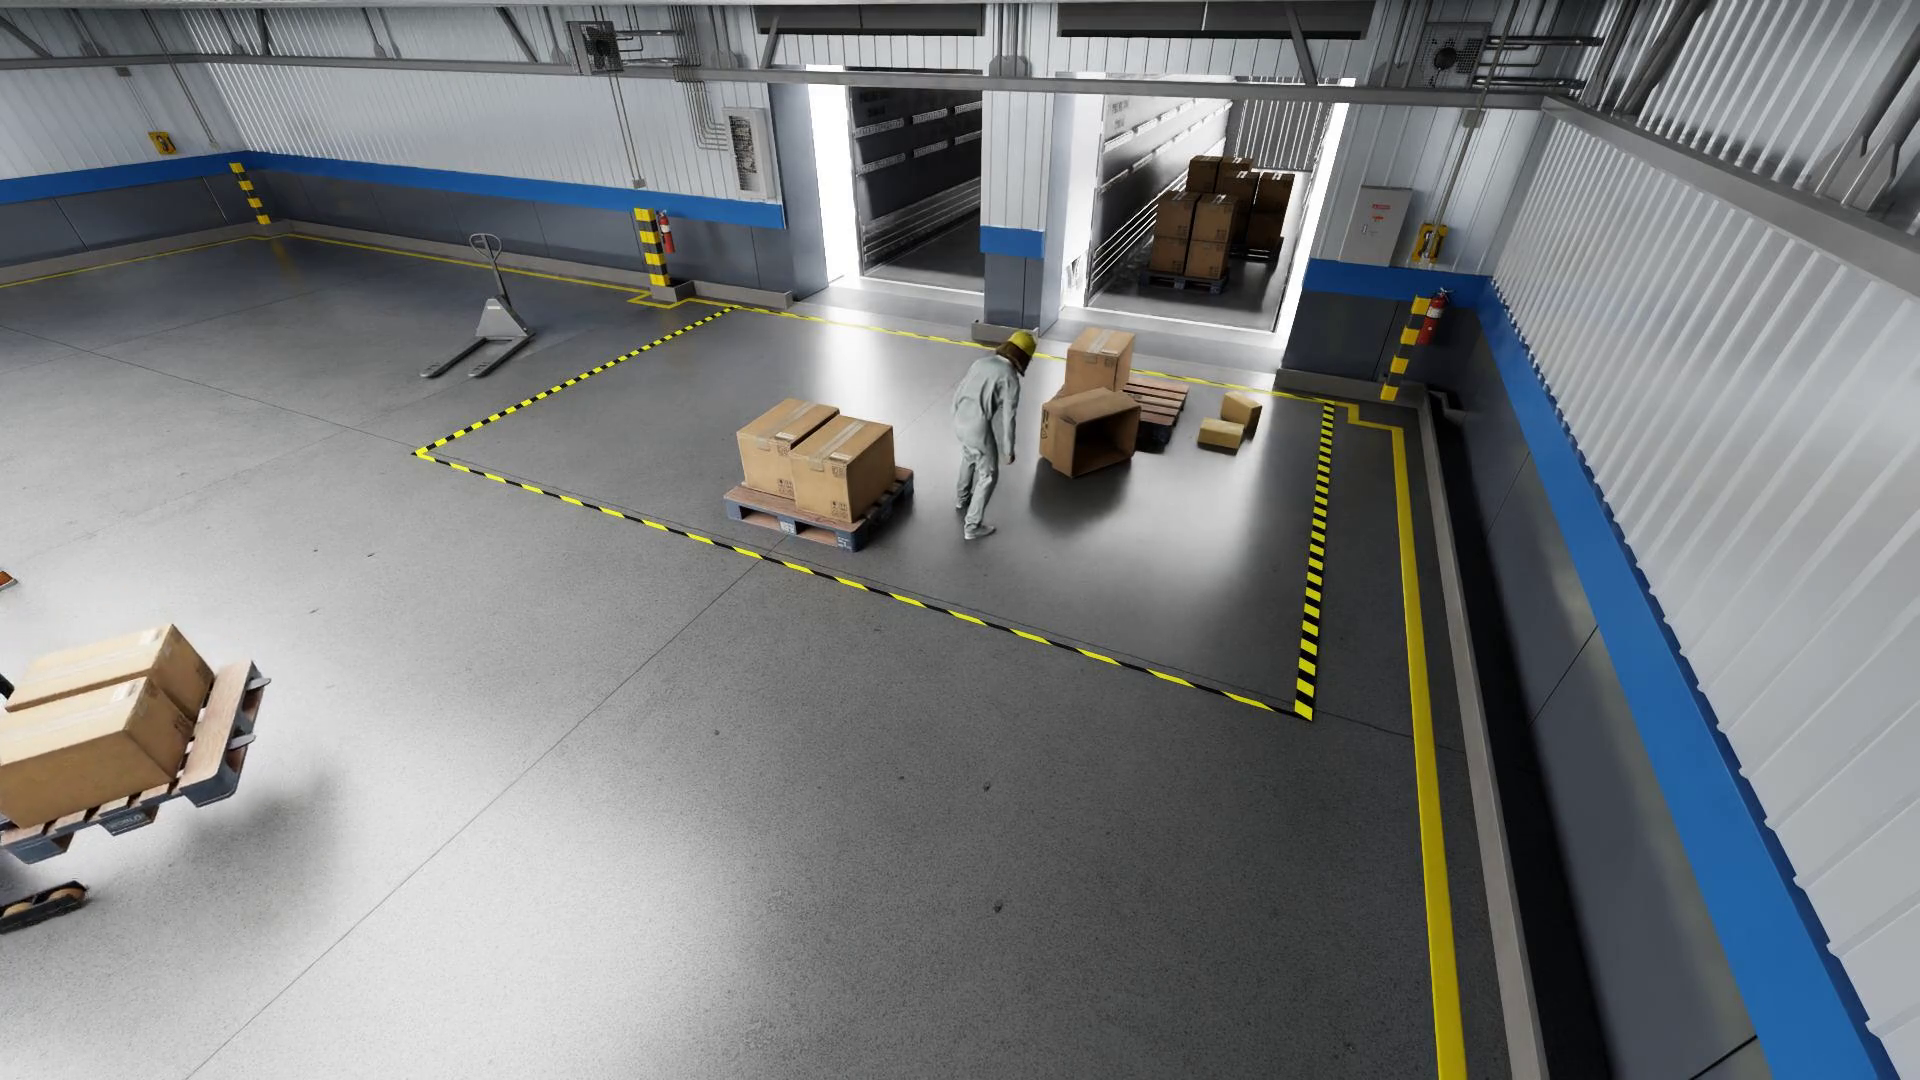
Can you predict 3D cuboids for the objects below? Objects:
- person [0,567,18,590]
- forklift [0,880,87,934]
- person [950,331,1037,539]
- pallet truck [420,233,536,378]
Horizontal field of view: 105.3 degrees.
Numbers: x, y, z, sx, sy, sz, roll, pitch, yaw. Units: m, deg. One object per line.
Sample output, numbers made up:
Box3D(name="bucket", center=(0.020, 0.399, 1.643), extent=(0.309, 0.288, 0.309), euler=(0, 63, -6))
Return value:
Box3D(name="person", center=(-6.921, -0.435, 4.621), extent=(0.613, 1.945, 0.402), euler=(16, 39, 21))
Box3D(name="forklift", center=(-4.895, 0.899, 2.668), extent=(0.776, 2.013, 0.716), euler=(-18, 39, -24))
Box3D(name="person", center=(0.221, -0.807, 5.562), extent=(0.762, 1.474, 0.640), euler=(-27, 43, -33))
Box3D(name="pallet truck", center=(-5.664, -2.712, 8.427), extent=(0.680, 1.201, 1.601), euler=(0, 35, -1))
